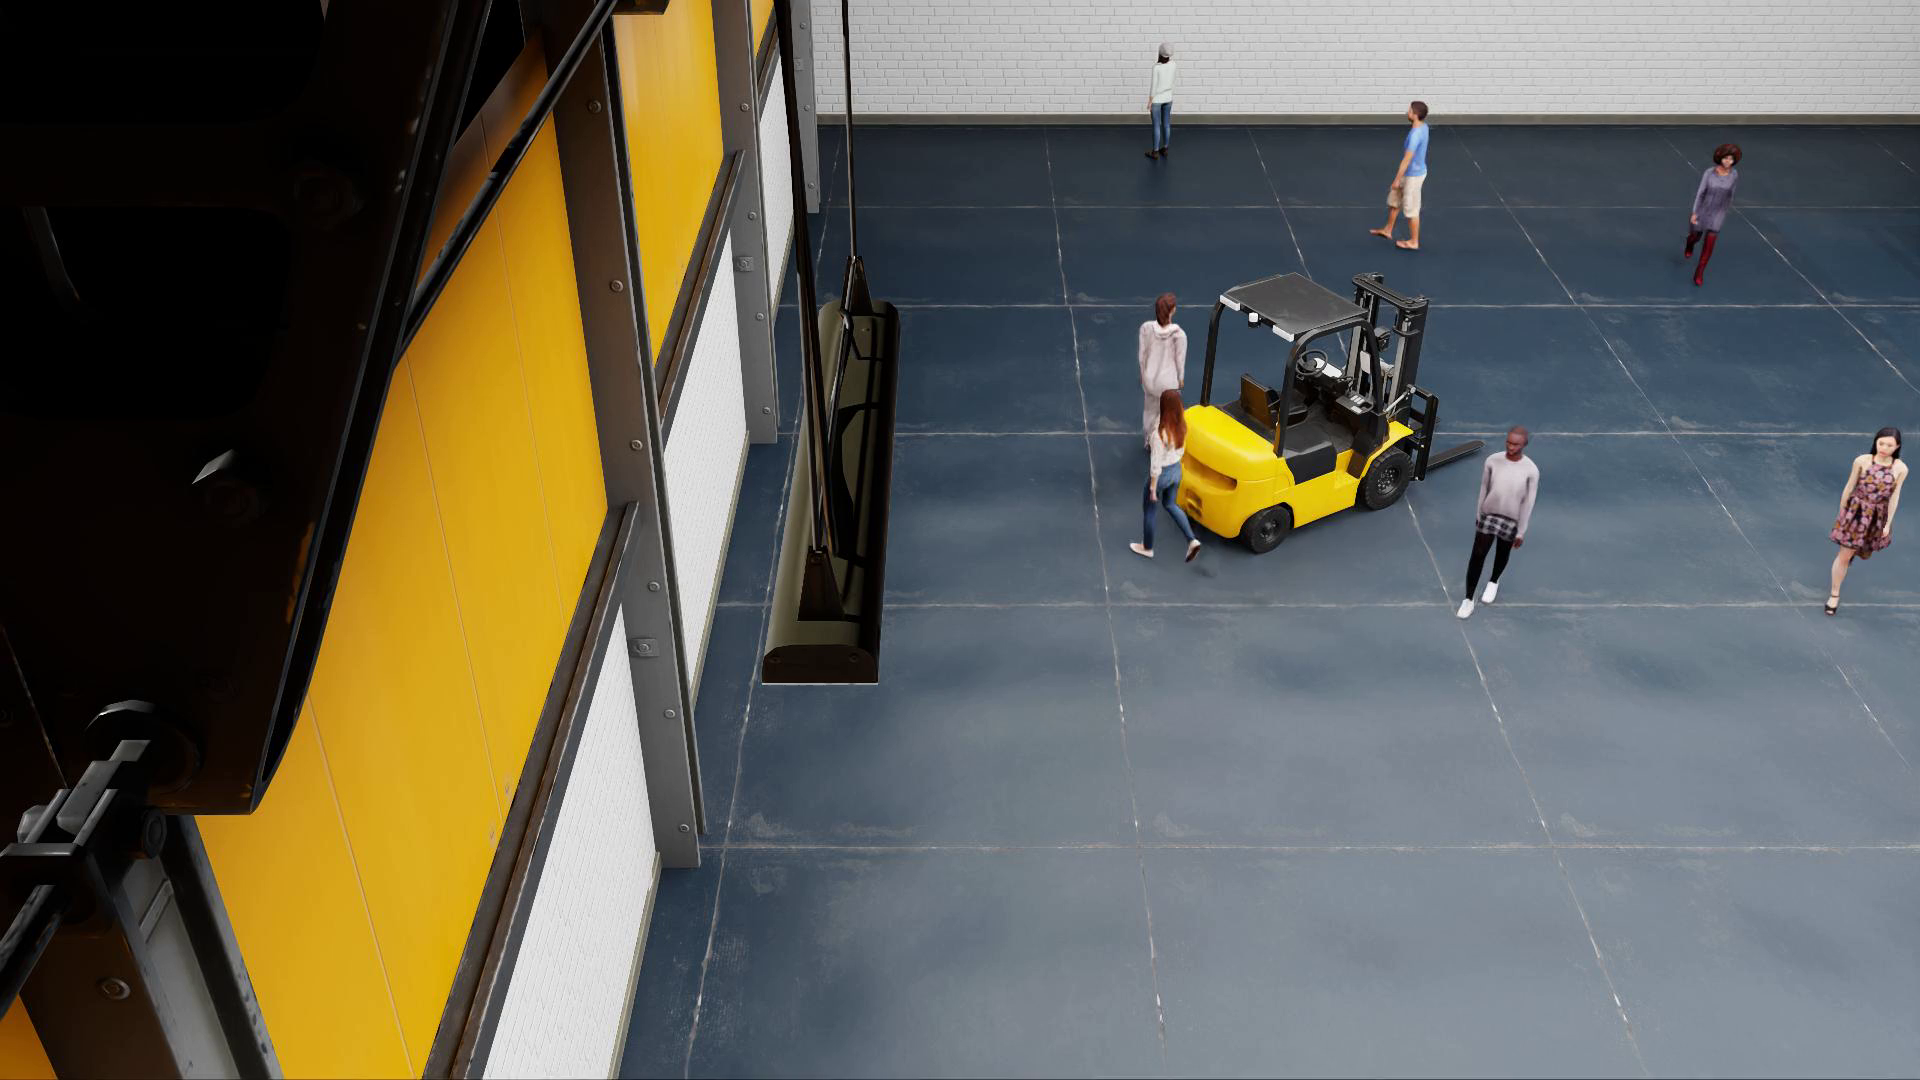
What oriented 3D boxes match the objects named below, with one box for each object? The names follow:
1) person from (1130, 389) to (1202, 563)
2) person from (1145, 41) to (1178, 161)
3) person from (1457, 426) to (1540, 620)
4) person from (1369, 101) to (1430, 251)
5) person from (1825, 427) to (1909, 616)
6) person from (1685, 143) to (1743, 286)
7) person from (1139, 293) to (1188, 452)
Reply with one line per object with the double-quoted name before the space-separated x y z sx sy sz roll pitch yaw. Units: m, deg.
"person" 1.881 -0.532 14.649 1.014 1.714 0.931 28 43 35
"person" 2.808 -6.135 23.145 0.648 1.640 0.665 -18 38 -25
"person" 4.641 -0.218 14.146 0.889 1.748 1.064 15 37 22
"person" 5.650 -4.453 20.430 0.942 1.843 0.969 15 36 21
"person" 7.670 -0.196 14.106 0.875 1.756 1.045 15 37 22
"person" 8.878 -3.892 19.721 0.691 1.695 0.907 6 34 10
"person" 1.928 -1.570 16.244 0.802 1.676 0.863 17 37 24
